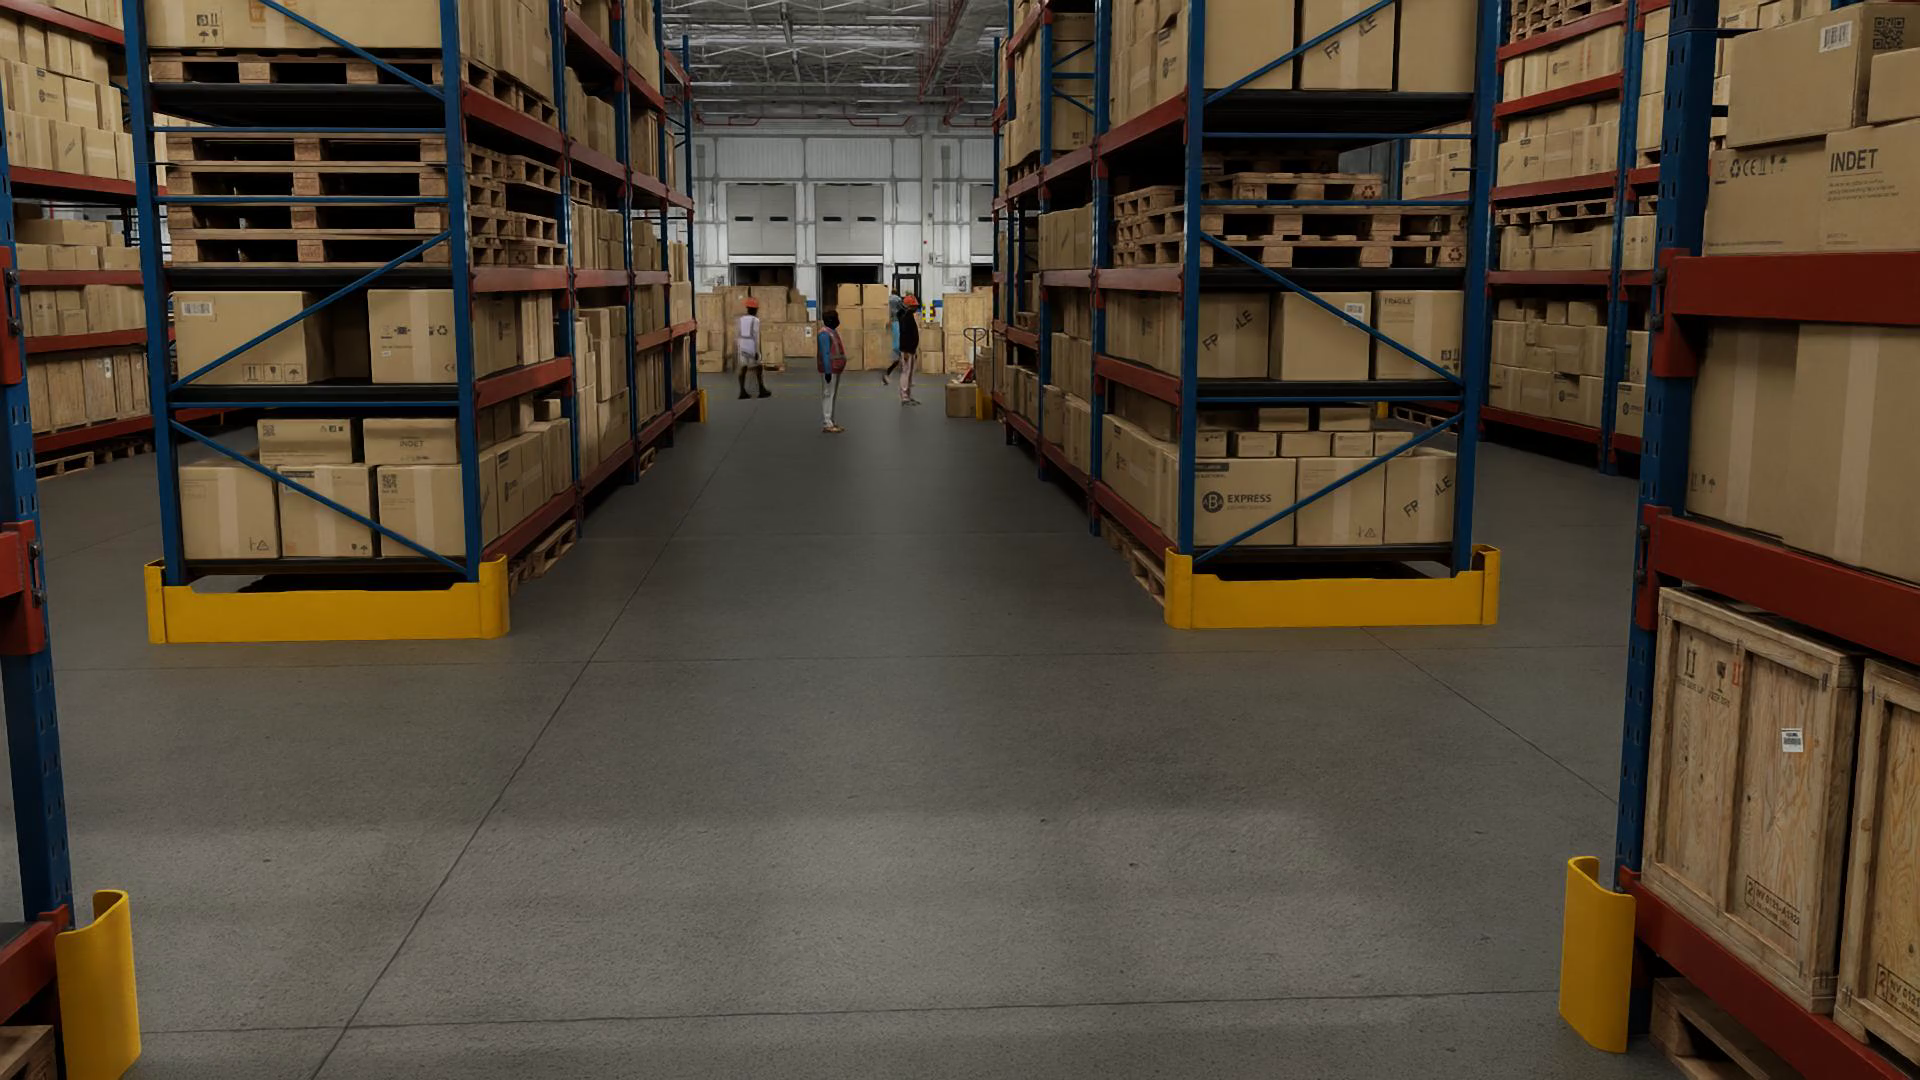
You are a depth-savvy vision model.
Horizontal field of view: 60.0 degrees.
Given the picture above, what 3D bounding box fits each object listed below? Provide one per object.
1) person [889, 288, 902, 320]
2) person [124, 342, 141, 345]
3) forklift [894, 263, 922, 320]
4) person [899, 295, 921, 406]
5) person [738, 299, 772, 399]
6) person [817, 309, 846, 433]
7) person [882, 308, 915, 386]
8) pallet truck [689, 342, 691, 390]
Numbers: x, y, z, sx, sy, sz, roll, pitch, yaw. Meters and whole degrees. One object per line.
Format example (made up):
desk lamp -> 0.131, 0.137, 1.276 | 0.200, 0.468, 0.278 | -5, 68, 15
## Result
person -> -2.301, -7.827, 57.975 | 0.634, 1.929, 0.380 | 4, 10, 21
person -> -16.977, -3.905, 34.277 | 0.438, 1.622, 0.538 | -6, 11, -32
forklift -> -1.987, -9.022, 62.479 | 1.129, 2.768, 1.873 | -1, 9, -4
person -> -0.912, -3.420, 30.073 | 0.379, 1.996, 0.610 | 2, 9, 14
person -> -3.955, -3.657, 31.840 | 0.570, 1.896, 0.887 | 6, 11, 32
person -> -1.920, -2.525, 24.933 | 0.429, 1.847, 0.627 | 1, 9, 7
person -> -1.291, -4.064, 35.124 | 0.687, 1.673, 0.537 | -8, 12, -40
pallet truck -> -5.225, -3.008, 27.480 | 1.885, 1.965, 0.823 | 2, 9, 14
